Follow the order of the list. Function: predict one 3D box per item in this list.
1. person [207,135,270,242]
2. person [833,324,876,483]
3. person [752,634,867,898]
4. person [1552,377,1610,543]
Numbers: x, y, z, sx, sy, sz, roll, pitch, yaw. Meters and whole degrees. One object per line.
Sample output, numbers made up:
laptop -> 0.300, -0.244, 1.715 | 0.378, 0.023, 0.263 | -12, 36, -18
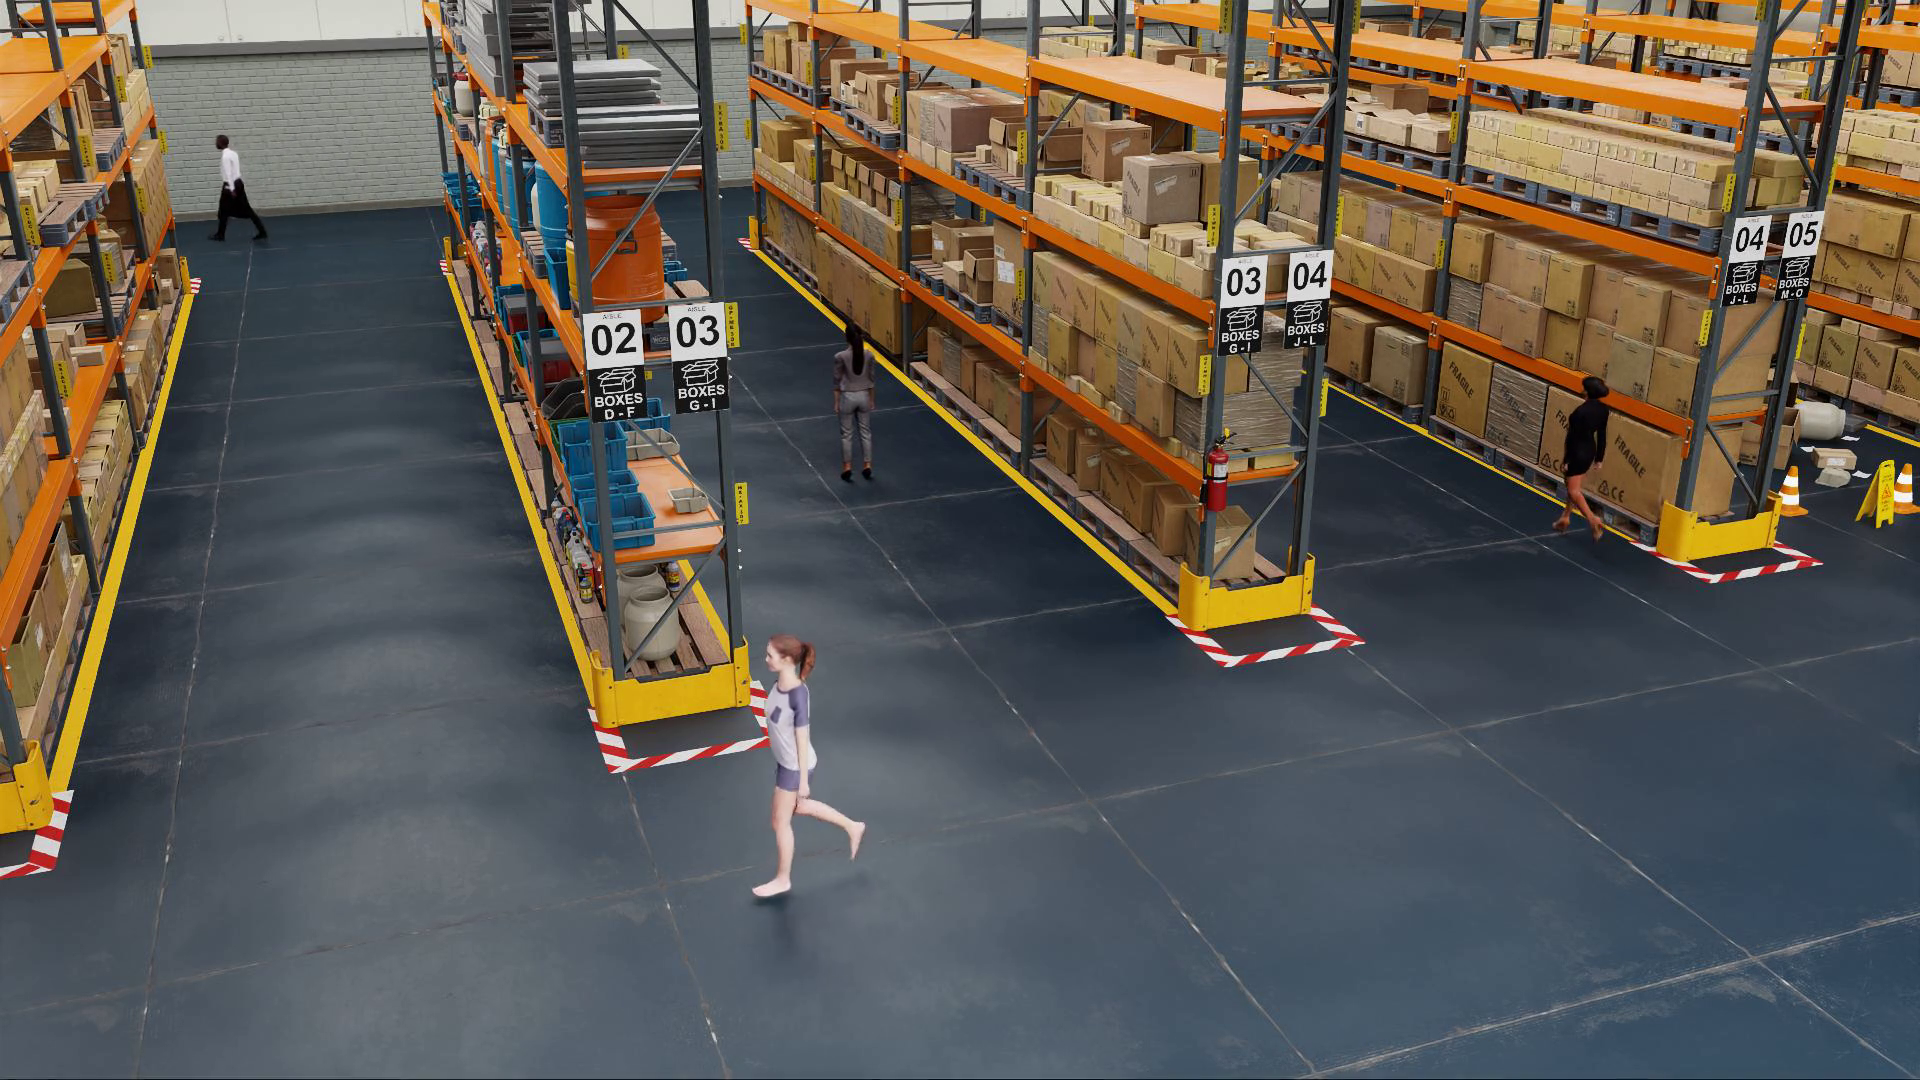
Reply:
person -> -12.180, -5.899, 28.117 | 1.041, 1.782, 1.281 | 0, 22, 0
person -> -1.103, -1.428, 17.327 | 0.604, 1.675, 0.569 | -9, 24, -20
person -> -0.949, 1.383, 10.365 | 0.648, 1.742, 0.937 | -8, 24, -19
person -> 5.892, -0.718, 15.671 | 0.607, 1.615, 0.966 | -9, 24, -21
